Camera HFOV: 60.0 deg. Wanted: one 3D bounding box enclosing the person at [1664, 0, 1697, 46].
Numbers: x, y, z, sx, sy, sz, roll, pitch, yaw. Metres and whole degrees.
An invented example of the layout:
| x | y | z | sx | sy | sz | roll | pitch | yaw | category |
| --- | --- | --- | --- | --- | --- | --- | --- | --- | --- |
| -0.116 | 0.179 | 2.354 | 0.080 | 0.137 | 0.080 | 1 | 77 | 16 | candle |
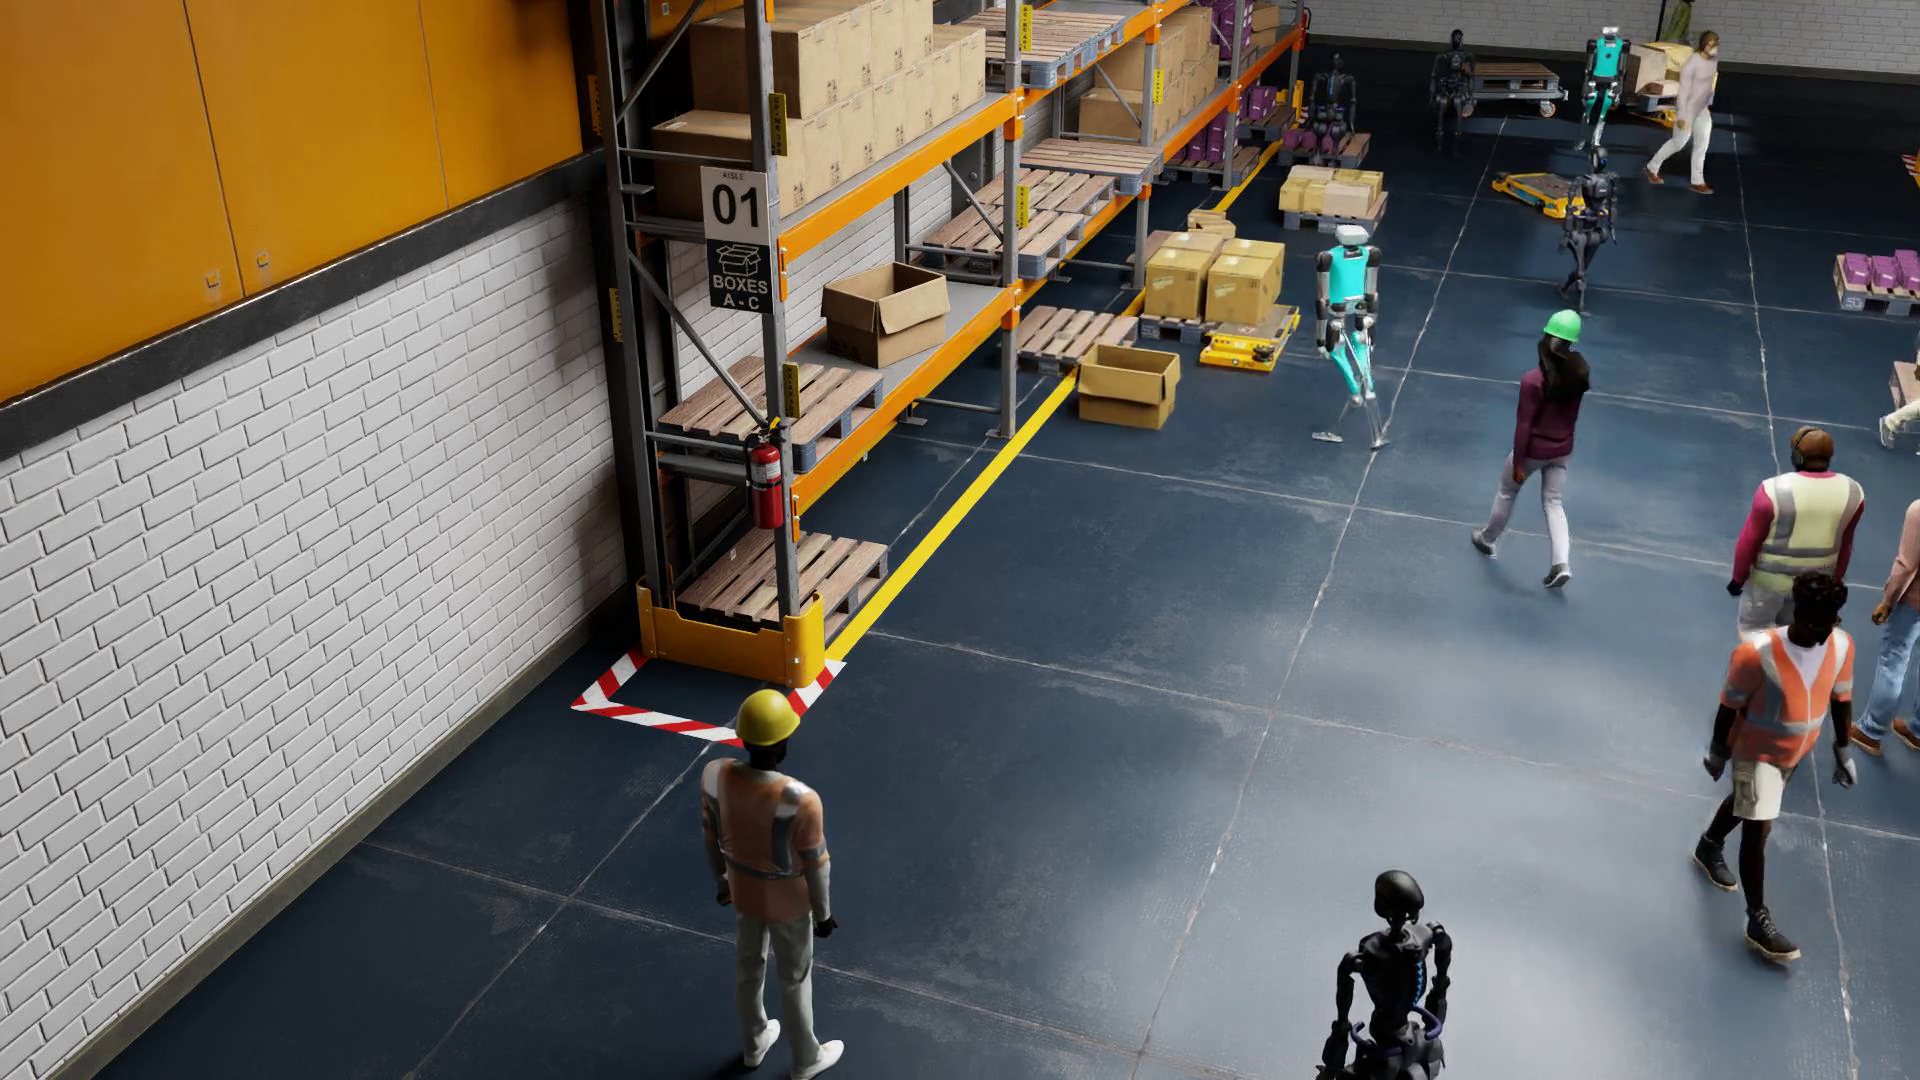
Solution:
| x | y | z | sx | sy | sz | roll | pitch | yaw | category |
| --- | --- | --- | --- | --- | --- | --- | --- | --- | --- |
| 10.622 | -7.443 | 24.720 | 0.472 | 1.595 | 0.529 | 17 | 32 | 30 | person |

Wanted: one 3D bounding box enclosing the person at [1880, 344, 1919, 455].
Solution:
| x | y | z | sx | sy | sz | roll | pitch | yaw | category |
| --- | --- | --- | --- | --- | --- | --- | --- | --- | --- |
| 7.663 | -1.439 | 12.937 | 0.576 | 1.730 | 0.509 | -16 | 31 | -29 | person |

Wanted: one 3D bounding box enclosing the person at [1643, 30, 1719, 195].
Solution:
| x | y | z | sx | sy | sz | roll | pitch | yaw | category |
| --- | --- | --- | --- | --- | --- | --- | --- | --- | --- |
| 8.767 | -5.163 | 19.989 | 0.638 | 1.907 | 0.883 | -17 | 32 | -30 | person |

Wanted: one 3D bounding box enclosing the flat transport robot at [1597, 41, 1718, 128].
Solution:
| x | y | z | sx | sy | sz | roll | pitch | yaw | category |
| --- | --- | --- | --- | --- | --- | --- | --- | --- | --- |
| 9.870 | -6.109 | 23.600 | 0.659 | 0.231 | 1.431 | -11 | 29 | -20 | flat transport robot |

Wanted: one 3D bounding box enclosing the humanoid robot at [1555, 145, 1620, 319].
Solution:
| x | y | z | sx | sy | sz | roll | pitch | yaw | category |
| --- | --- | --- | --- | --- | --- | --- | --- | --- | --- |
| 6.086 | -3.028 | 16.155 | 0.615 | 1.651 | 0.752 | -7 | 28 | -14 | humanoid robot |

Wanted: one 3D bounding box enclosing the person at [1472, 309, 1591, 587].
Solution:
| x | y | z | sx | sy | sz | roll | pitch | yaw | category |
| --- | --- | --- | --- | --- | --- | --- | --- | --- | --- |
| 3.923 | -0.631 | 11.187 | 0.488 | 1.907 | 0.932 | -4 | 28 | -9 | person |

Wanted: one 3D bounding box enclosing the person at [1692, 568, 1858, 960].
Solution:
| x | y | z | sx | sy | sz | roll | pitch | yaw | category |
| --- | --- | --- | --- | --- | --- | --- | --- | --- | --- |
| 3.966 | 1.035 | 7.948 | 0.620 | 1.917 | 0.979 | -8 | 28 | -15 | person |

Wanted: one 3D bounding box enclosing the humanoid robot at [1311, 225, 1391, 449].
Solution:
| x | y | z | sx | sy | sz | roll | pitch | yaw | category |
| --- | --- | --- | --- | --- | --- | --- | --- | --- | --- |
| 3.180 | -1.546 | 13.111 | 0.612 | 1.750 | 0.841 | -7 | 28 | -14 | humanoid robot |

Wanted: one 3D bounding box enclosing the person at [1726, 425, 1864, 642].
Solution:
| x | y | z | sx | sy | sz | roll | pitch | yaw | category |
| --- | --- | --- | --- | --- | --- | --- | --- | --- | --- |
| 4.806 | 0.228 | 9.620 | 0.662 | 1.821 | 0.570 | 1 | 27 | 2 | person |

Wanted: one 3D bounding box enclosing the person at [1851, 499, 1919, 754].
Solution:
| x | y | z | sx | sy | sz | roll | pitch | yaw | category |
| --- | --- | --- | --- | --- | --- | --- | --- | --- | --- |
| 5.407 | 0.300 | 9.309 | 0.631 | 1.987 | 0.411 | -6 | 28 | -11 | person |

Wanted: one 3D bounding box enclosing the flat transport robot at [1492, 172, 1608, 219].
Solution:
| x | y | z | sx | sy | sz | roll | pitch | yaw | category |
| --- | --- | --- | --- | --- | --- | --- | --- | --- | --- |
| 6.975 | -4.090 | 19.685 | 0.659 | 0.231 | 1.431 | -7 | 28 | -13 | flat transport robot |

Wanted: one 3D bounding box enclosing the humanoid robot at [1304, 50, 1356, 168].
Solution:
| x | y | z | sx | sy | sz | roll | pitch | yaw | category |
| --- | --- | --- | --- | --- | --- | --- | --- | --- | --- |
| 4.447 | -5.033 | 19.970 | 0.612 | 1.646 | 0.377 | 10 | 29 | 18 | humanoid robot |

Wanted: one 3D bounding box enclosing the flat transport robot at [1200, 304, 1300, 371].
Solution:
| x | y | z | sx | sy | sz | roll | pitch | yaw | category |
| --- | --- | --- | --- | --- | --- | --- | --- | --- | --- |
| 2.719 | -1.927 | 15.488 | 0.659 | 0.231 | 1.431 | 10 | 29 | 18 | flat transport robot |

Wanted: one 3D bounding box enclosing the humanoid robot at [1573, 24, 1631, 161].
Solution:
| x | y | z | sx | sy | sz | roll | pitch | yaw | category |
| --- | --- | --- | --- | --- | --- | --- | --- | --- | --- |
| 8.208 | -5.774 | 21.414 | 0.563 | 1.816 | 0.939 | 5 | 28 | 10 | humanoid robot |

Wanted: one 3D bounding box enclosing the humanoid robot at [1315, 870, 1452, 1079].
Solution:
| x | y | z | sx | sy | sz | roll | pitch | yaw | category |
| --- | --- | --- | --- | --- | --- | --- | --- | --- | --- |
| 1.623 | 1.963 | 6.410 | 0.612 | 1.637 | 0.502 | -13 | 30 | -24 | humanoid robot |

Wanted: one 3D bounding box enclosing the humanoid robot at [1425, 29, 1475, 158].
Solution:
| x | y | z | sx | sy | sz | roll | pitch | yaw | category |
| --- | --- | --- | --- | --- | --- | --- | --- | --- | --- |
| 6.297 | -5.719 | 21.309 | 0.609 | 1.637 | 0.427 | 1 | 27 | 3 | humanoid robot |

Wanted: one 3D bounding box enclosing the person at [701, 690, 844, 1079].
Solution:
| x | y | z | sx | sy | sz | roll | pitch | yaw | category |
| --- | --- | --- | --- | --- | --- | --- | --- | --- | --- |
| -0.797 | 1.481 | 7.069 | 0.587 | 1.928 | 0.379 | 14 | 30 | 25 | person |
